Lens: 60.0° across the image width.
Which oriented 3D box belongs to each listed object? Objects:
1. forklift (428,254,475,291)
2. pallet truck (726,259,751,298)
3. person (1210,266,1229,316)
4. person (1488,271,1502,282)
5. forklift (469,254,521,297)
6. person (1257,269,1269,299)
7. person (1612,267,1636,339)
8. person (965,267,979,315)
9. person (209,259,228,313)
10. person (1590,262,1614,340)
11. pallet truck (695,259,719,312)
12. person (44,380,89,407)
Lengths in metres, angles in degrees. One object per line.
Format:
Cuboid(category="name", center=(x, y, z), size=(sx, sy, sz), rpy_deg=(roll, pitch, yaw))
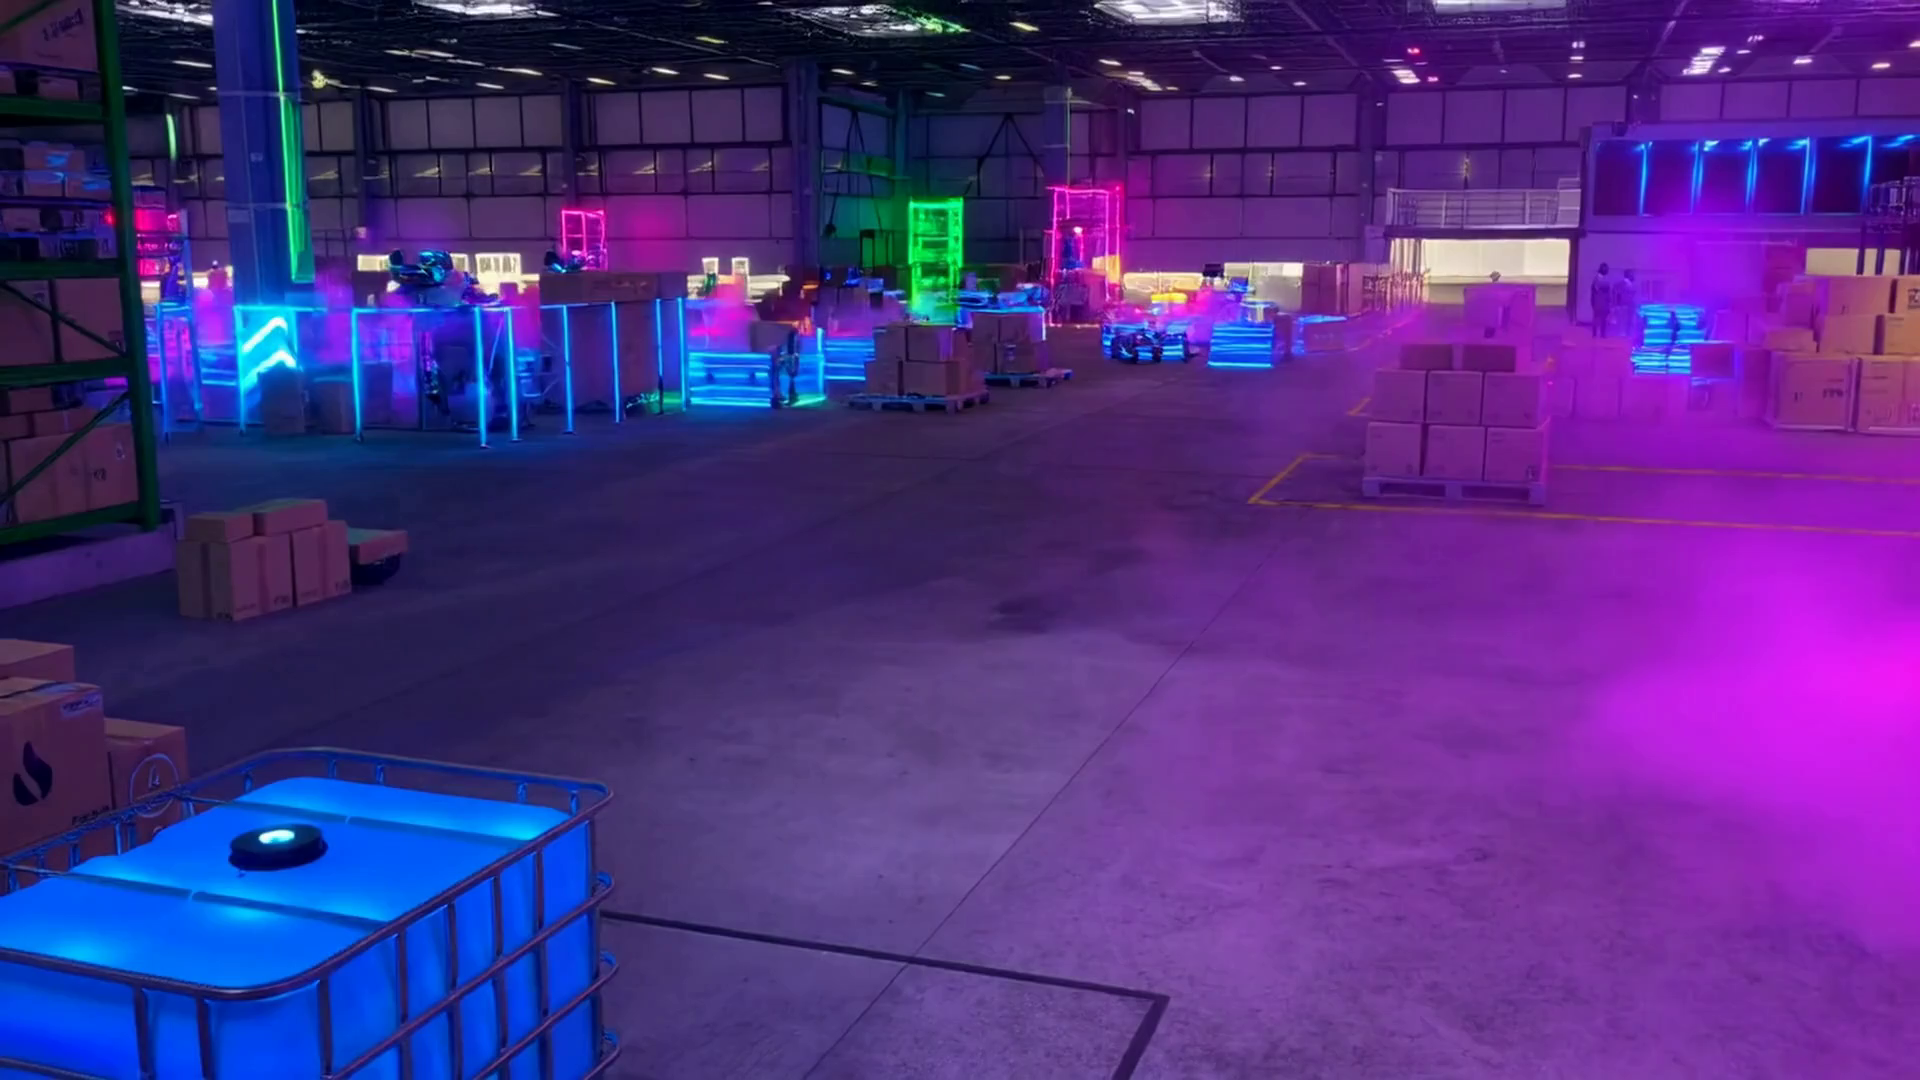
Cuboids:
Cuboid(category="forklift", center=(-20.133, -10.254, 65.465), size=(1.157, 1.987, 2.680), rpy_deg=(3, 11, 19))
Cuboid(category="pallet truck", center=(-7.986, -9.493, 62.019), size=(0.823, 1.965, 1.885), rpy_deg=(3, 11, 17))
Cuboid(category="person", center=(7.865, -7.361, 50.402), size=(0.575, 1.862, 0.728), rpy_deg=(4, 11, 20))
Cuboid(category="person", center=(11.709, -4.935, 36.557), size=(0.649, 1.914, 0.582), rpy_deg=(-7, 12, -34))
Cuboid(category="forklift", center=(-17.990, -10.121, 64.684), size=(1.157, 1.987, 2.680), rpy_deg=(3, 11, 17))
Cuboid(category="person", center=(9.274, -7.395, 50.889), size=(0.342, 1.759, 0.523), rpy_deg=(-1, 10, -8))
Cuboid(category="person", center=(17.771, -6.334, 44.494), size=(0.593, 1.902, 0.557), rpy_deg=(-2, 10, -14))
Cuboid(category="person", center=(0.376, -7.422, 50.821), size=(0.528, 1.842, 0.876), rpy_deg=(7, 12, 34))
Cuboid(category="person", center=(-26.413, -9.002, 59.260), size=(0.396, 1.992, 0.619), rpy_deg=(10, 14, 43))
Cuboid(category="person", center=(17.060, -6.338, 44.129), size=(0.538, 2.000, 0.683), rpy_deg=(-2, 10, -12))
Cuboid(category="pallet truck", center=(-9.165, -9.627, 62.776), size=(0.823, 1.965, 1.885), rpy_deg=(4, 11, 23))
Cuboid(category="person", center=(-11.170, -2.000, 20.770), size=(0.544, 1.648, 0.857), rpy_deg=(-5, 11, -26))
